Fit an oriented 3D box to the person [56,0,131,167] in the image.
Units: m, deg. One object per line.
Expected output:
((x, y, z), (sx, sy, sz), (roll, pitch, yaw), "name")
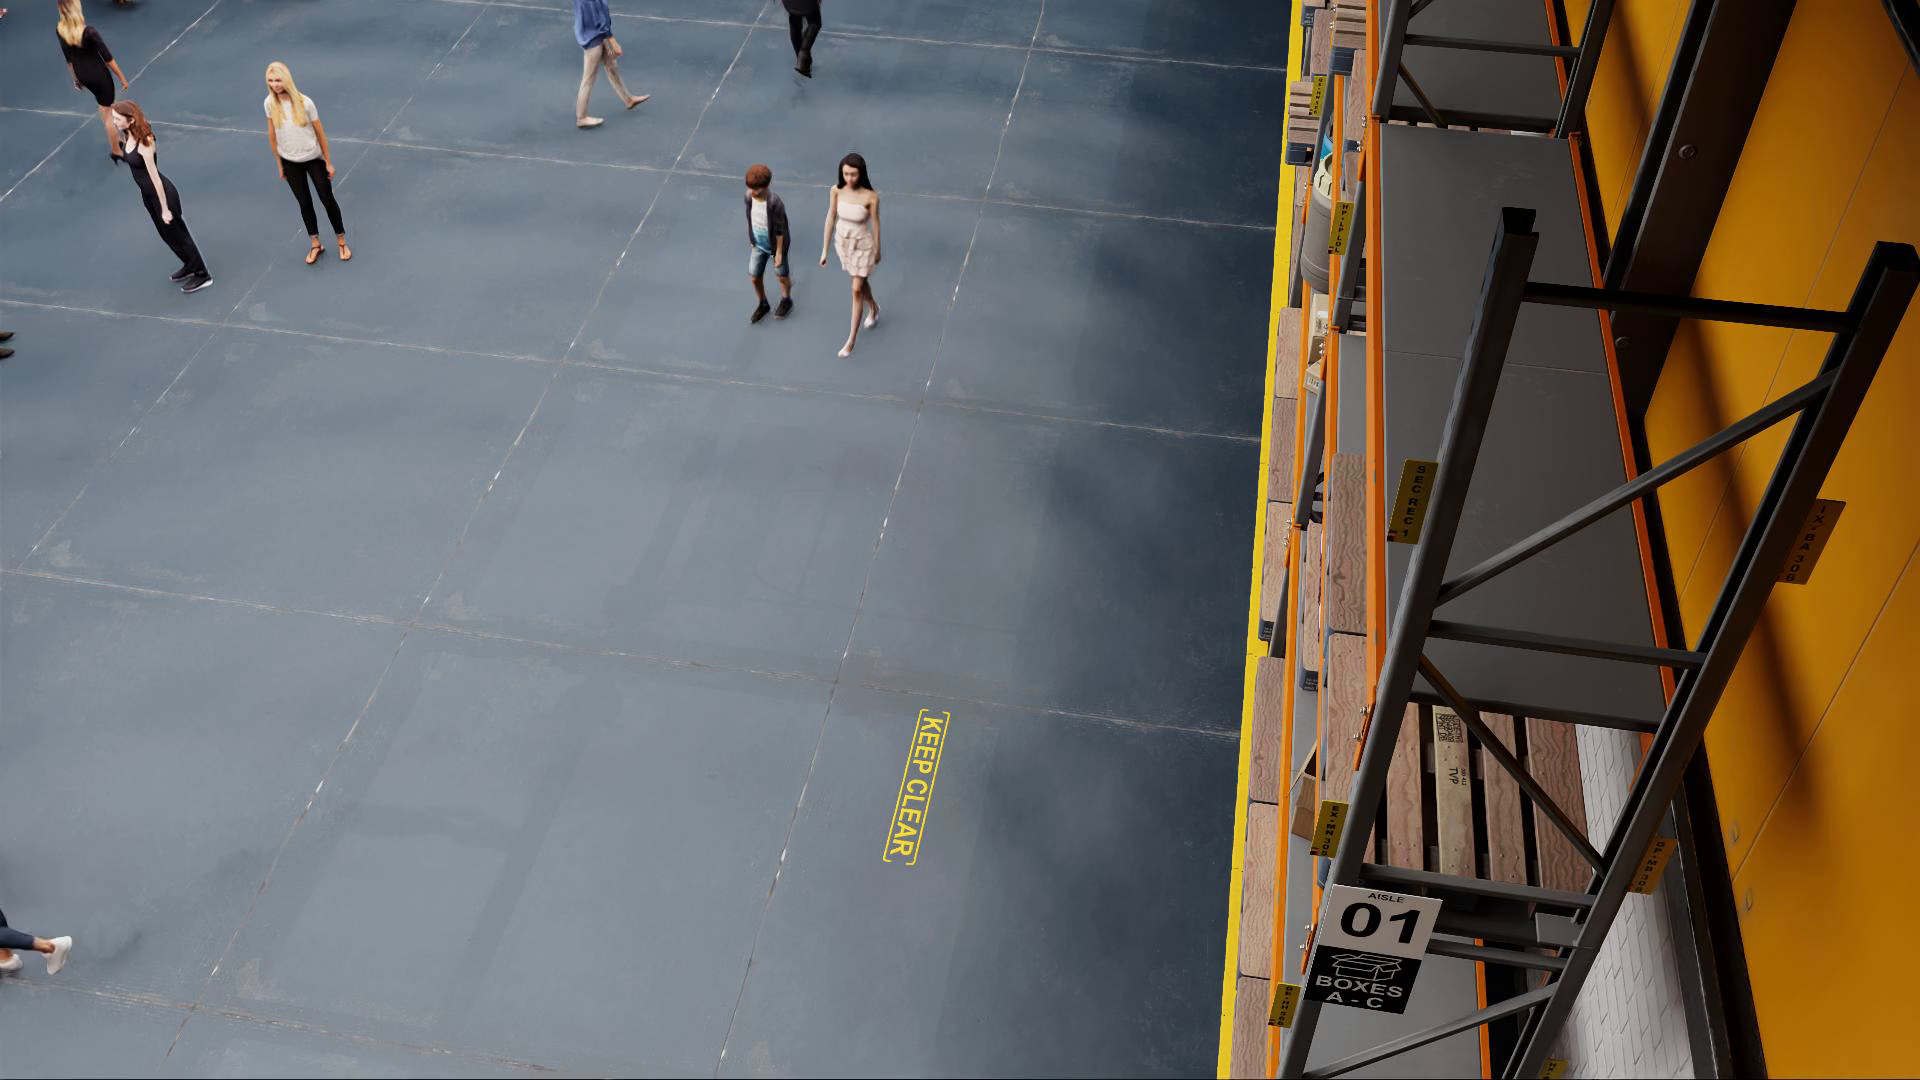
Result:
((-7.974, -4.171, 15.239), (0.608, 1.661, 0.604), (10, 45, 10), "person")

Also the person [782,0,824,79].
((-1.603, -5.381, 16.431), (0.694, 1.769, 0.857), (13, 45, 13), "person")

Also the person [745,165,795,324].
((-1.517, -2.461, 13.611), (0.635, 1.430, 0.709), (17, 46, 17), "person")

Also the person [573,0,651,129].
((-3.565, -4.686, 15.787), (1.034, 1.661, 1.056), (-17, 46, -17), "person")

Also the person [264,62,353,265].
((-5.559, -3.205, 14.105), (0.666, 1.826, 0.630), (-5, 44, -5), "person")

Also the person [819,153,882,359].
((-0.804, -2.352, 13.301), (0.757, 1.700, 1.043), (18, 47, 18), "person")

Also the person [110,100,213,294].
((-6.629, -2.866, 13.809), (0.647, 1.744, 0.666), (31, 52, 28), "person")
